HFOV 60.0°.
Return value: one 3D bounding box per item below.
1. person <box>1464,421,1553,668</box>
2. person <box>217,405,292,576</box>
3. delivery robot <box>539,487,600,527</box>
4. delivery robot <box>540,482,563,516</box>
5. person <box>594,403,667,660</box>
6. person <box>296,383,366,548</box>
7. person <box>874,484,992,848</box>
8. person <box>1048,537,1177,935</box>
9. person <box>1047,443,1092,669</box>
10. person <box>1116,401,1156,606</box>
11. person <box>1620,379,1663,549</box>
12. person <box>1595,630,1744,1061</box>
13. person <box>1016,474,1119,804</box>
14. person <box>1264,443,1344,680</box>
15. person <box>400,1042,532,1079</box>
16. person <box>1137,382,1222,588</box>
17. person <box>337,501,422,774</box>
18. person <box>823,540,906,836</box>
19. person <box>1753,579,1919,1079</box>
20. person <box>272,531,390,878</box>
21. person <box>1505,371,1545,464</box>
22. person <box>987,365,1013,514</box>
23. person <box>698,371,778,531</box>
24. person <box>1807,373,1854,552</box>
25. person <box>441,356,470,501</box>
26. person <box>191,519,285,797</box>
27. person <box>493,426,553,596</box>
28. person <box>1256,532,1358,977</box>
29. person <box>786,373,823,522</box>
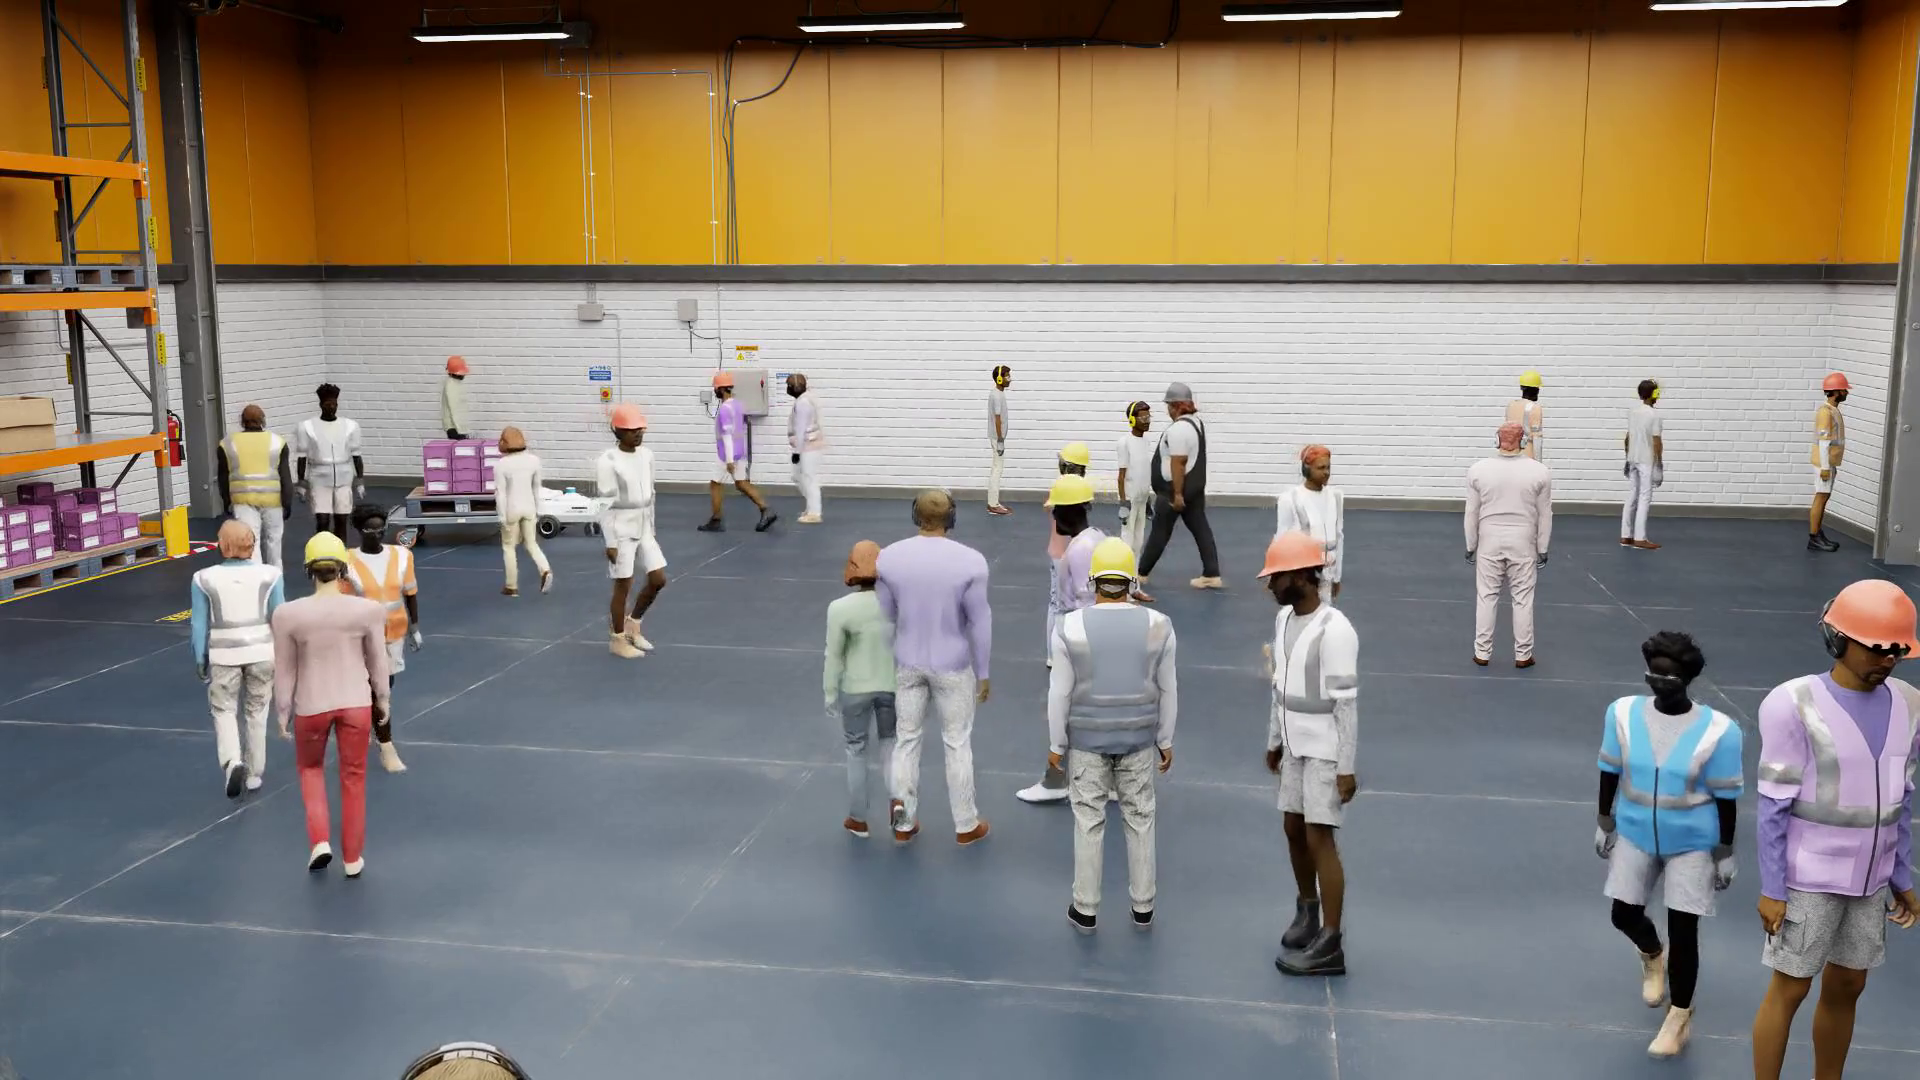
[{"bbox_3d":[4.200,0.037,12.771,0.639,1.903,0.409,3,10,20],"label":"person"},{"bbox_3d":[-6.609,-0.370,15.630,0.635,1.784,0.980,-4,10,-21],"label":"person"},{"bbox_3d":[-4.466,-0.361,19.115,0.707,0.478,0.477,0,9,-2],"label":"delivery robot"},{"bbox_3d":[-4.987,-0.449,19.663,0.477,0.478,0.707,2,9,14],"label":"delivery robot"},{"bbox_3d":[-2.570,-0.057,12.967,0.456,2.024,0.633,6,11,31],"label":"person"},{"bbox_3d":[-6.185,-0.572,16.374,0.638,1.951,0.415,-6,11,-33],"label":"person"},{"bbox_3d":[-0.140,0.667,8.757,0.636,1.937,0.367,2,9,15],"label":"person"},{"bbox_3d":[0.692,0.898,7.643,0.601,1.830,0.403,-1,9,-6],"label":"person"},{"bbox_3d":[0.829,0.144,12.550,0.328,1.760,0.523,-2,9,-9],"label":"person"},{"bbox_3d":[1.611,-0.334,15.167,0.327,1.874,0.520,7,11,35],"label":"person"},{"bbox_3d":[7.510,-0.826,18.286,0.316,1.855,0.558,-3,10,-21],"label":"person"},{"bbox_3d":[2.785,1.152,6.523,0.556,1.674,0.478,8,12,40],"label":"person"},{"bbox_3d":[0.636,0.571,9.462,0.779,1.892,0.592,3,10,19],"label":"person"},{"bbox_3d":[2.411,0.234,11.702,0.584,1.859,0.800,-5,11,-31],"label":"person"},{"bbox_3d":[-0.712,1.669,2.530,0.638,1.938,0.356,-4,10,-22],"label":"person"},{"bbox_3d":[2.083,-0.554,16.007,1.037,2.000,0.701,5,11,30],"label":"person"},{"bbox_3d":[-3.649,0.563,10.290,0.534,1.661,0.825,-9,13,-43],"label":"person"},{"bbox_3d":[-0.469,0.803,8.857,0.517,1.618,0.429,-4,10,-22],"label":"person"},{"bbox_3d":[2.966,1.128,5.593,0.604,2.034,0.386,-2,9,-15],"label":"person"},{"bbox_3d":[-3.135,0.829,8.328,0.542,1.752,0.384,-4,10,-21],"label":"person"},{"bbox_3d":[6.377,-0.943,18.772,0.366,1.927,0.585,-3,10,-19],"label":"person"},{"bbox_3d":[0.501,-1.257,20.914,0.311,1.864,0.532,0,9,-3],"label":"person"},{"bbox_3d":[-2.593,-1.019,19.361,0.921,1.899,0.561,2,9,13],"label":"person"},{"bbox_3d":[9.491,-0.851,18.155,0.349,1.940,0.551,6,11,33],"label":"person"},{"bbox_3d":[-6.655,-1.459,21.957,0.386,1.942,0.707,-3,10,-16],"label":"person"},{"bbox_3d":[-4.122,0.696,9.552,0.510,1.623,0.531,-4,10,-25],"label":"person"},{"bbox_3d":[-4.075,-0.250,15.457,0.499,1.618,0.585,-9,13,-44],"label":"person"},{"bbox_3d":[1.526,0.915,7.352,0.437,1.906,0.609,-3,10,-21],"label":"person"},{"bbox_3d":[-1.878,-1.109,20.159,0.443,1.820,0.637,-1,9,-5],"label":"person"}]
